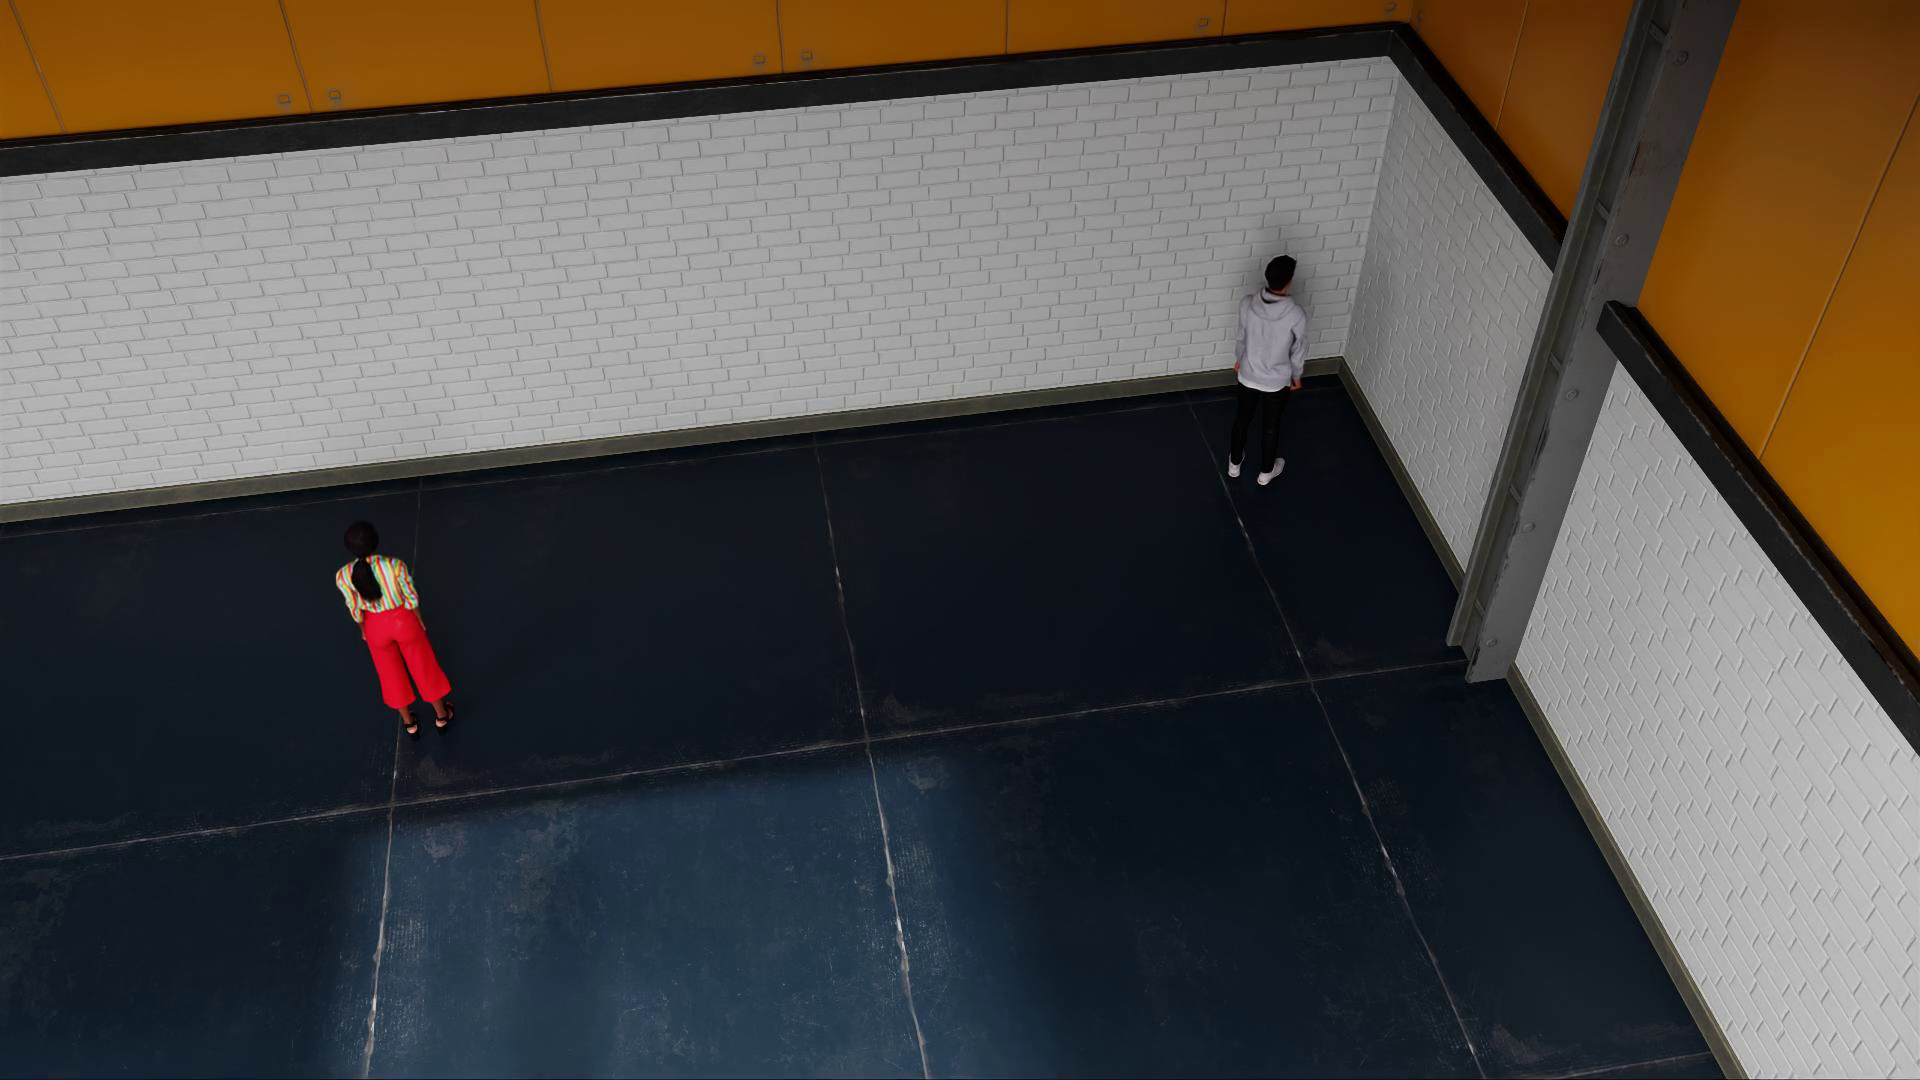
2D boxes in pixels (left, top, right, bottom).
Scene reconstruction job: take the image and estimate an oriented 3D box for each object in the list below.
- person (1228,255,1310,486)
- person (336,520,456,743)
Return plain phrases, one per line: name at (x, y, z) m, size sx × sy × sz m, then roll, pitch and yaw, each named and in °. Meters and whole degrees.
person at (2.211, -1.216, 12.027) m, size 0.782 × 1.931 × 0.806 m, roll 18°, pitch 46°, yaw 18°
person at (-3.490, 0.566, 10.256) m, size 0.605 × 1.793 × 0.524 m, roll -8°, pitch 44°, yaw -9°
